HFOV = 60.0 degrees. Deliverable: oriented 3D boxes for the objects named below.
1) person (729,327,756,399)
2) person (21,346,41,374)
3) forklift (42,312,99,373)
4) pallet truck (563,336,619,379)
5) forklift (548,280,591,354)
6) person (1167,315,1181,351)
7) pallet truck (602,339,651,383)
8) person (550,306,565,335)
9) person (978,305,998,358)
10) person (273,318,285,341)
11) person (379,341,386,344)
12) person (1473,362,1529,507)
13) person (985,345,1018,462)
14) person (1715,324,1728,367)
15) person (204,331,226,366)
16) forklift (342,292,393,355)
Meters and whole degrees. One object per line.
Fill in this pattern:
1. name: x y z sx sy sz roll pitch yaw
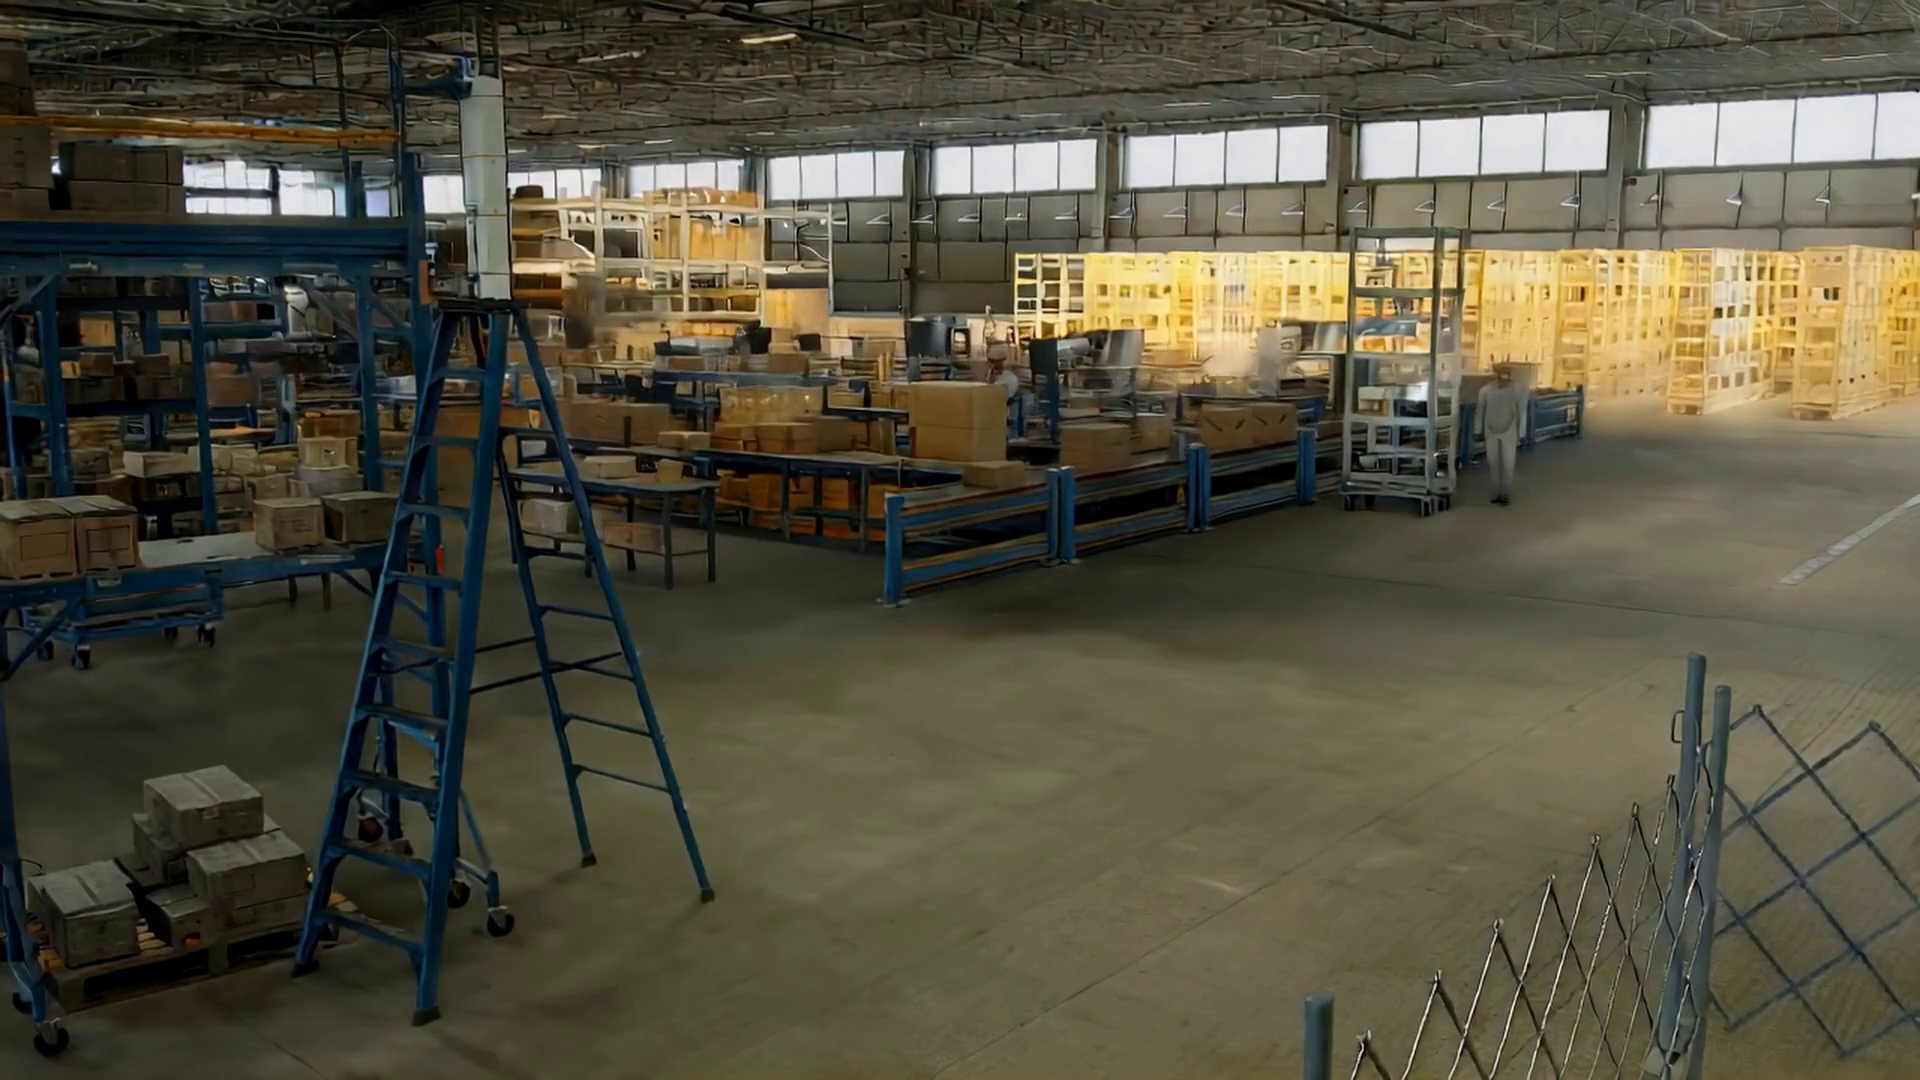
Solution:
1. person: -5.329 -4.283 40.359 0.881 1.727 0.539 4 10 22
2. person: -15.572 -2.344 27.961 0.593 1.814 0.474 9 12 43
3. forklift: -23.779 -5.451 44.052 1.873 2.768 1.129 7 11 36
4. pallet truck: -10.690 -5.294 48.215 1.601 1.201 0.680 -5 10 -26
5. forklift: -12.112 -6.824 52.619 1.873 2.768 1.129 7 11 37
6. person: 7.079 -6.636 54.841 0.604 1.802 0.872 4 10 26
7. pallet truck: -8.991 -4.871 45.351 0.653 1.274 1.630 7 11 37
8. person: -13.508 -6.898 55.977 0.646 1.949 0.584 3 9 16
9. person: 0.984 -7.461 59.642 0.614 1.893 0.962 -3 10 -18
10. person: -17.294 -4.720 42.572 0.980 1.885 0.575 0 9 -2
11. person: -17.629 -5.896 50.330 0.518 1.756 0.344 -7 11 -35
12. person: 7.056 -1.382 21.789 0.637 1.871 0.830 5 11 31
13. person: 0.533 -1.731 23.472 0.605 2.034 0.389 8 12 42
14. person: 19.684 -4.784 43.106 0.389 1.846 0.565 7 11 37
15. person: -18.202 -4.293 40.668 0.541 1.645 0.912 5 10 28
16. forklift: -16.485 -5.622 45.120 1.129 2.768 1.873 7 11 37
